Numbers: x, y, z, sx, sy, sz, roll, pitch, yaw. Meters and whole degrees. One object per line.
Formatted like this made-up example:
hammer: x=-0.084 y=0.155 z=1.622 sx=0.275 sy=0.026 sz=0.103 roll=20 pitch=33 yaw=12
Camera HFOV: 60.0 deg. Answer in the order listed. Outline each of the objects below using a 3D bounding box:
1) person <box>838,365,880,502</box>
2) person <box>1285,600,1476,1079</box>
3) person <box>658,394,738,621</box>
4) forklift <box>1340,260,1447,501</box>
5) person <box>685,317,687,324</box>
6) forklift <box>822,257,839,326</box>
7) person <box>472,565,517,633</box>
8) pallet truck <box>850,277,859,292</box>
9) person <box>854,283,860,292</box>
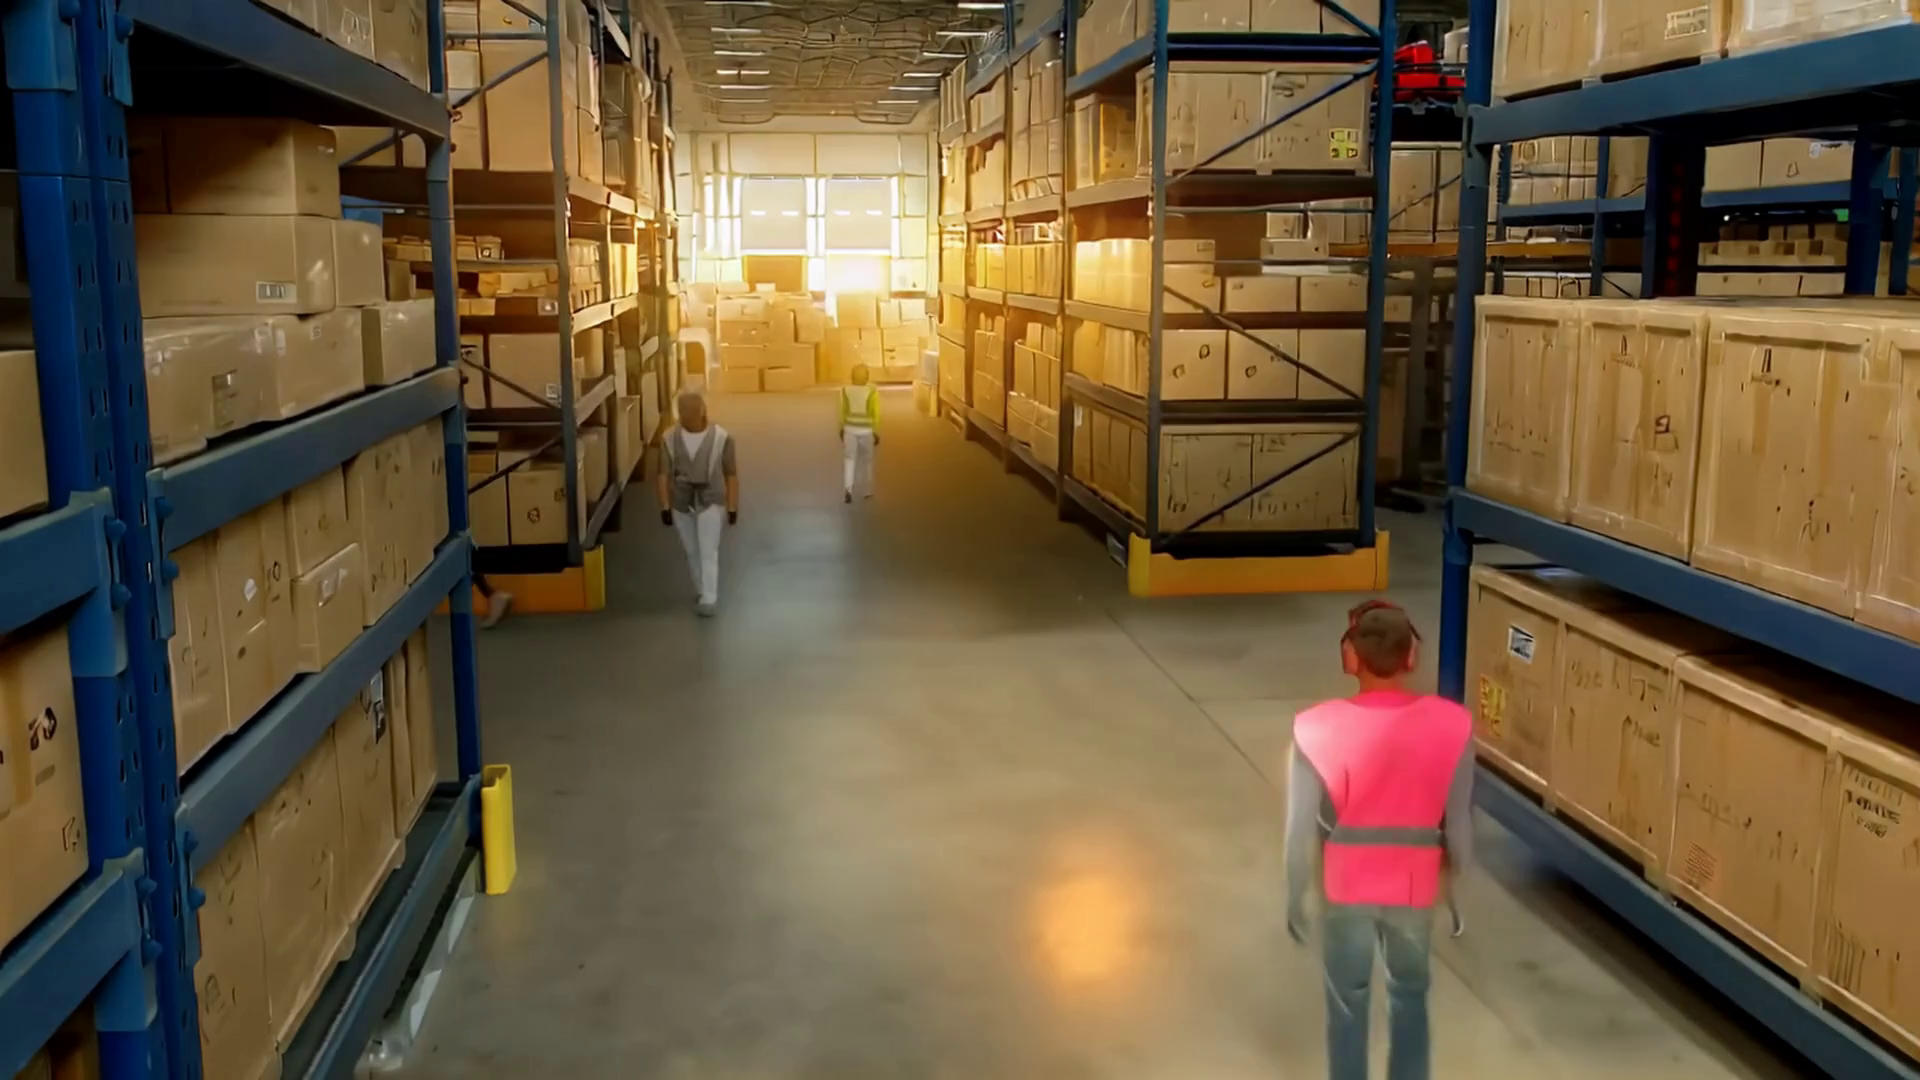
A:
person: x=-1.199 y=-1.258 z=19.593 sx=0.514 sy=1.608 sz=0.786 roll=1 pitch=10 yaw=6
person: x=1.304 y=1.105 z=5.167 sx=0.592 sy=1.833 sz=0.472 roll=0 pitch=10 yaw=2
person: x=-2.116 y=-0.300 z=13.493 sx=0.627 sy=1.798 sz=0.956 roll=0 pitch=10 yaw=2
forklift: x=5.163 y=-1.972 z=20.049 sx=1.129 sy=2.768 sz=1.873 roll=-1 pitch=10 yaw=-7
person: x=-11.068 y=-9.694 z=68.683 sx=0.668 sy=1.614 sz=0.520 roll=-2 pitch=10 yaw=-13
forklift: x=-3.645 y=-6.721 z=47.695 sx=1.873 sy=2.768 sz=1.129 roll=1 pitch=10 yaw=8
person: x=-3.895 y=-0.239 z=12.522 sx=0.992 sy=2.013 sz=0.619 roll=-2 pitch=10 yaw=-12
pallet truck: x=-3.782 y=-9.391 z=65.808 sx=1.885 sy=1.965 sz=0.823 roll=2 pitch=10 yaw=10
person: x=-3.701 y=-8.212 z=59.317 sx=0.570 sy=1.878 sz=0.608 roll=8 pitch=12 yaw=38
